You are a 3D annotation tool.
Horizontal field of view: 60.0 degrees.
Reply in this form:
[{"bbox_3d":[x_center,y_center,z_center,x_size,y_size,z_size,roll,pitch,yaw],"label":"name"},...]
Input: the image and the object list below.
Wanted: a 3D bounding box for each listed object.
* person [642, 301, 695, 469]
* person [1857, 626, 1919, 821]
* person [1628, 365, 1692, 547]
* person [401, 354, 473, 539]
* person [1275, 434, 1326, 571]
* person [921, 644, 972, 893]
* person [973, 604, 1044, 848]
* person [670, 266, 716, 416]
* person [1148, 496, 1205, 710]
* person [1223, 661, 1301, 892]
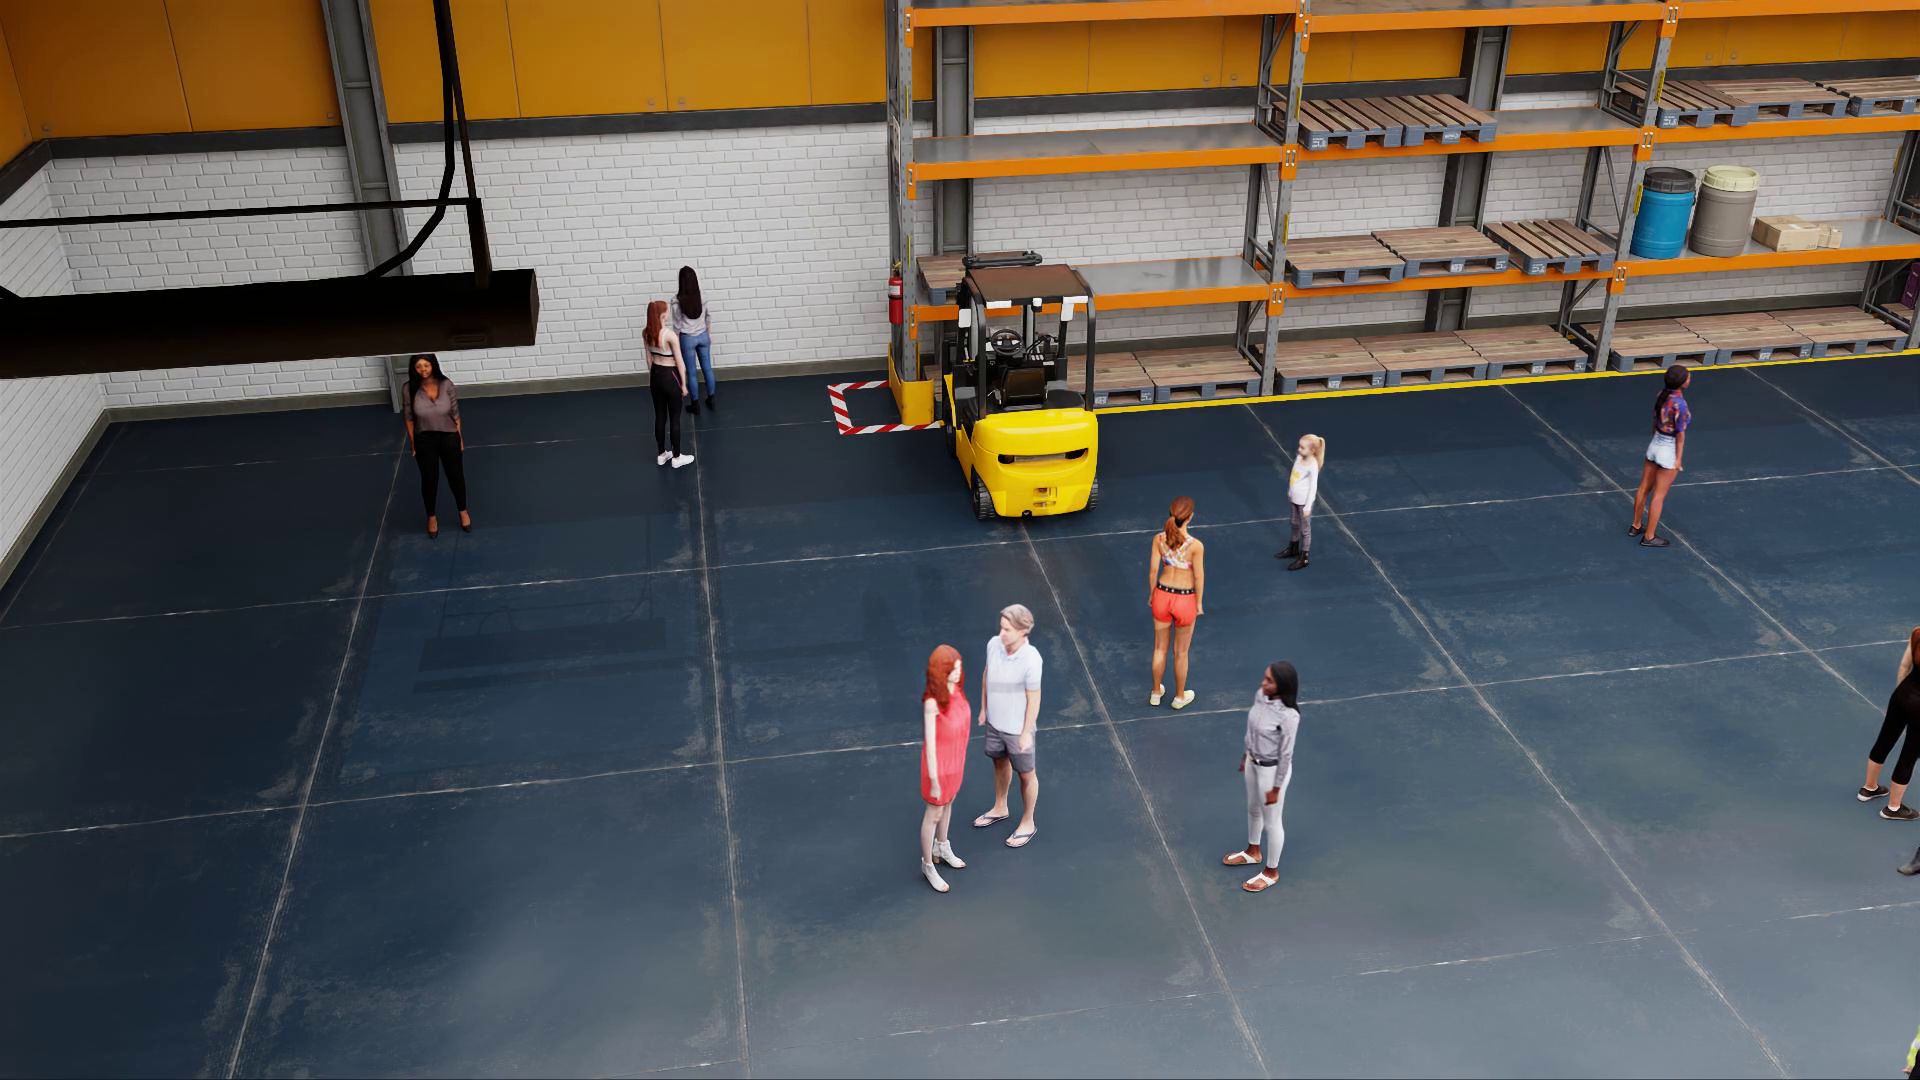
[{"bbox_3d":[-2.941,-1.562,16.581,0.644,1.742,0.724,15,32,25],"label":"person"},{"bbox_3d":[6.664,1.153,11.621,0.515,1.726,0.570,-6,29,-10],"label":"person"},{"bbox_3d":[6.404,-0.784,15.157,0.510,1.741,0.571,-6,29,-10],"label":"person"},{"bbox_3d":[-4.809,-0.902,15.268,0.617,1.842,0.763,-12,31,-21],"label":"person"},{"bbox_3d":[3.069,-0.364,14.868,0.537,1.279,0.518,-9,30,-17],"label":"person"},{"bbox_3d":[-0.112,1.472,10.931,0.701,1.826,0.678,13,31,22],"label":"person"},{"bbox_3d":[0.367,1.234,11.361,0.753,1.832,0.736,-25,37,-37],"label":"person"},{"bbox_3d":[-2.832,-2.136,17.748,0.596,1.632,0.730,-19,34,-31],"label":"person"},{"bbox_3d":[1.645,0.484,12.781,0.642,1.789,0.733,12,31,22],"label":"person"},{"bbox_3d":[2.022,1.524,10.943,0.564,1.724,0.622,-9,30,-16],"label":"person"}]
